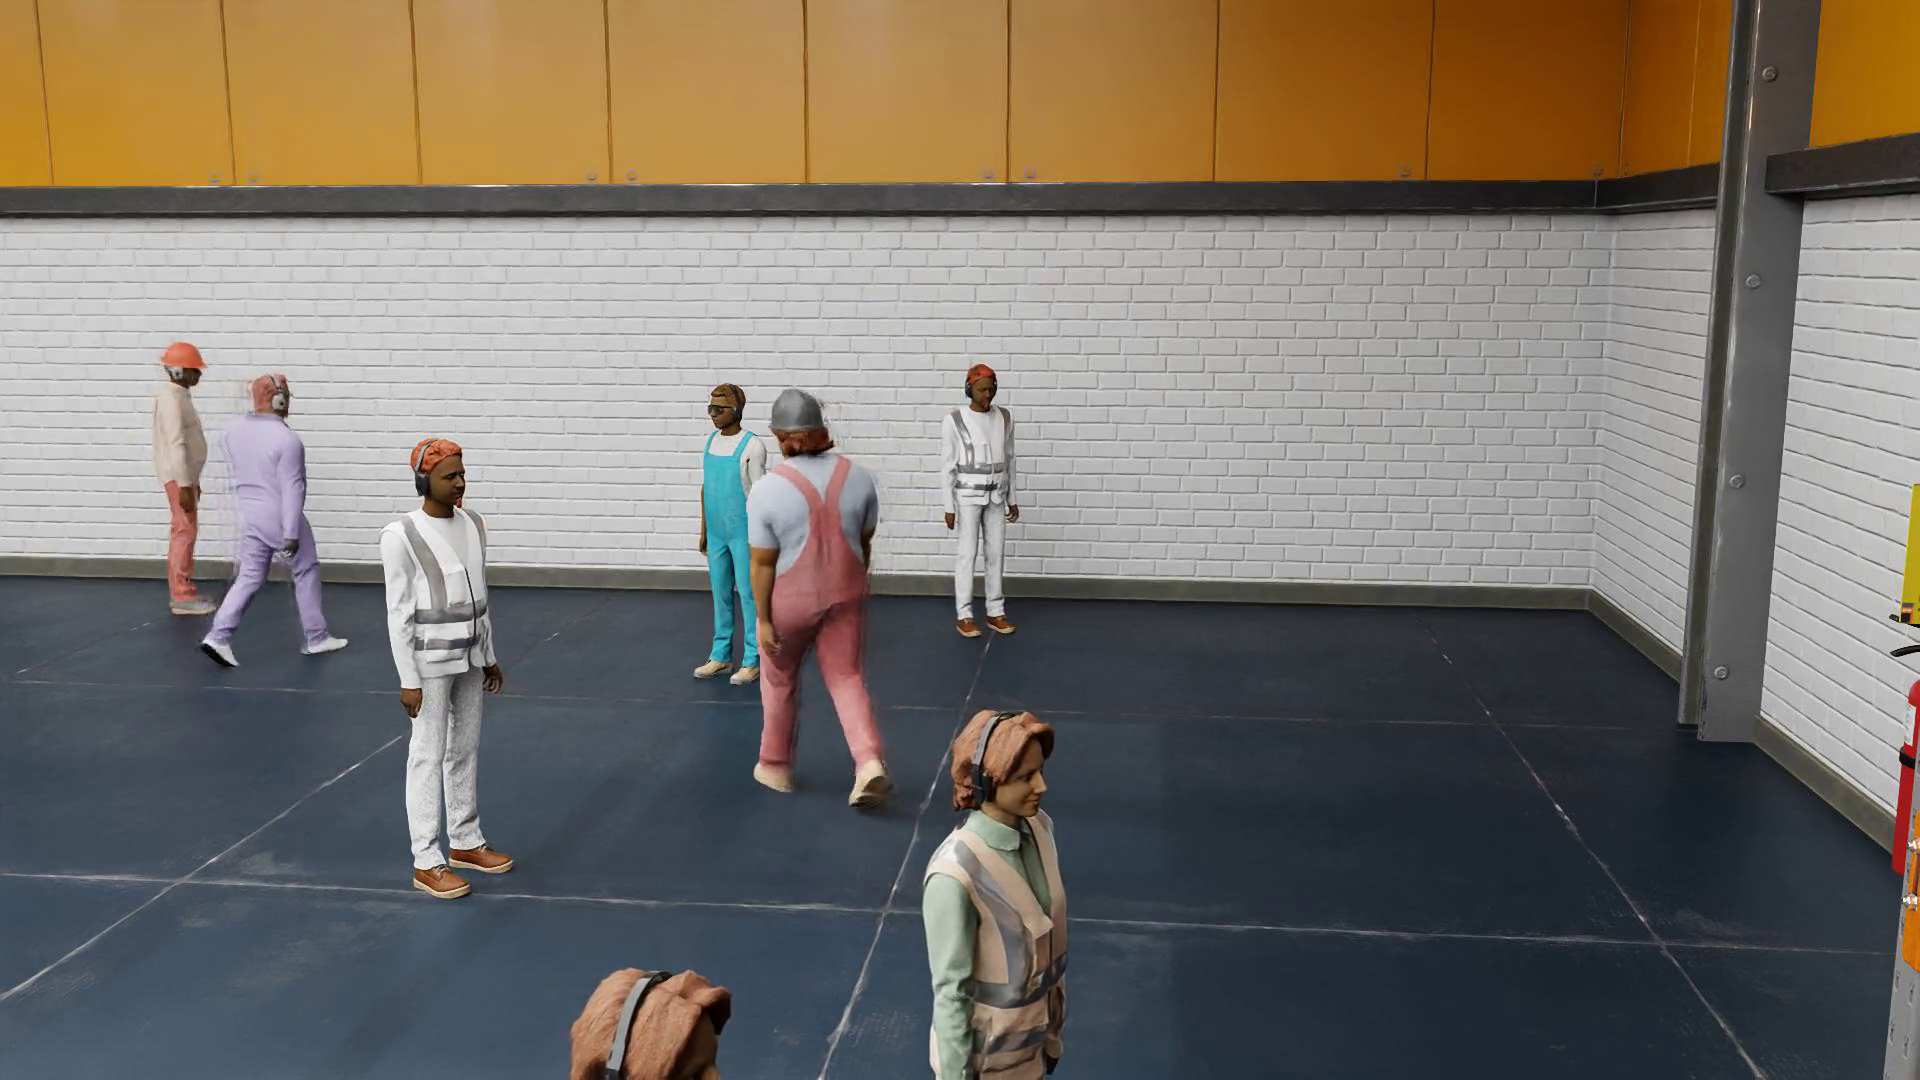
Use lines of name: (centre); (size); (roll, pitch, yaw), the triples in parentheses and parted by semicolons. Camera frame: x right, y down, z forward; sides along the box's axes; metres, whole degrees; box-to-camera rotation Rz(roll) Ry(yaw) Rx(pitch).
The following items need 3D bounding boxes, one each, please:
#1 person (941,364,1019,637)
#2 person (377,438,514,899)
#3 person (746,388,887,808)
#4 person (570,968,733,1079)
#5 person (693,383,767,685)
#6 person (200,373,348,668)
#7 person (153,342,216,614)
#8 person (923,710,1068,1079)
person: (0.141, -0.268, 11.435); (0.585, 1.876, 0.367); (-6, 12, -31)
person: (-2.123, 0.518, 6.899); (0.355, 1.882, 0.575); (4, 11, 21)
person: (-0.689, 0.263, 7.908); (0.682, 2.000, 0.914); (-5, 11, -29)
person: (-0.457, 1.413, 2.469); (0.310, 1.638, 0.522); (2, 10, 9)
person: (-1.402, -0.038, 10.189); (0.506, 1.846, 0.346); (7, 12, 34)
person: (-4.430, -0.128, 10.630); (0.634, 1.876, 0.908); (5, 11, 26)
person: (-5.664, -0.454, 12.201); (0.422, 1.977, 0.646); (-4, 11, -22)
person: (0.084, 1.183, 3.789); (0.306, 1.639, 0.523); (5, 11, 26)
